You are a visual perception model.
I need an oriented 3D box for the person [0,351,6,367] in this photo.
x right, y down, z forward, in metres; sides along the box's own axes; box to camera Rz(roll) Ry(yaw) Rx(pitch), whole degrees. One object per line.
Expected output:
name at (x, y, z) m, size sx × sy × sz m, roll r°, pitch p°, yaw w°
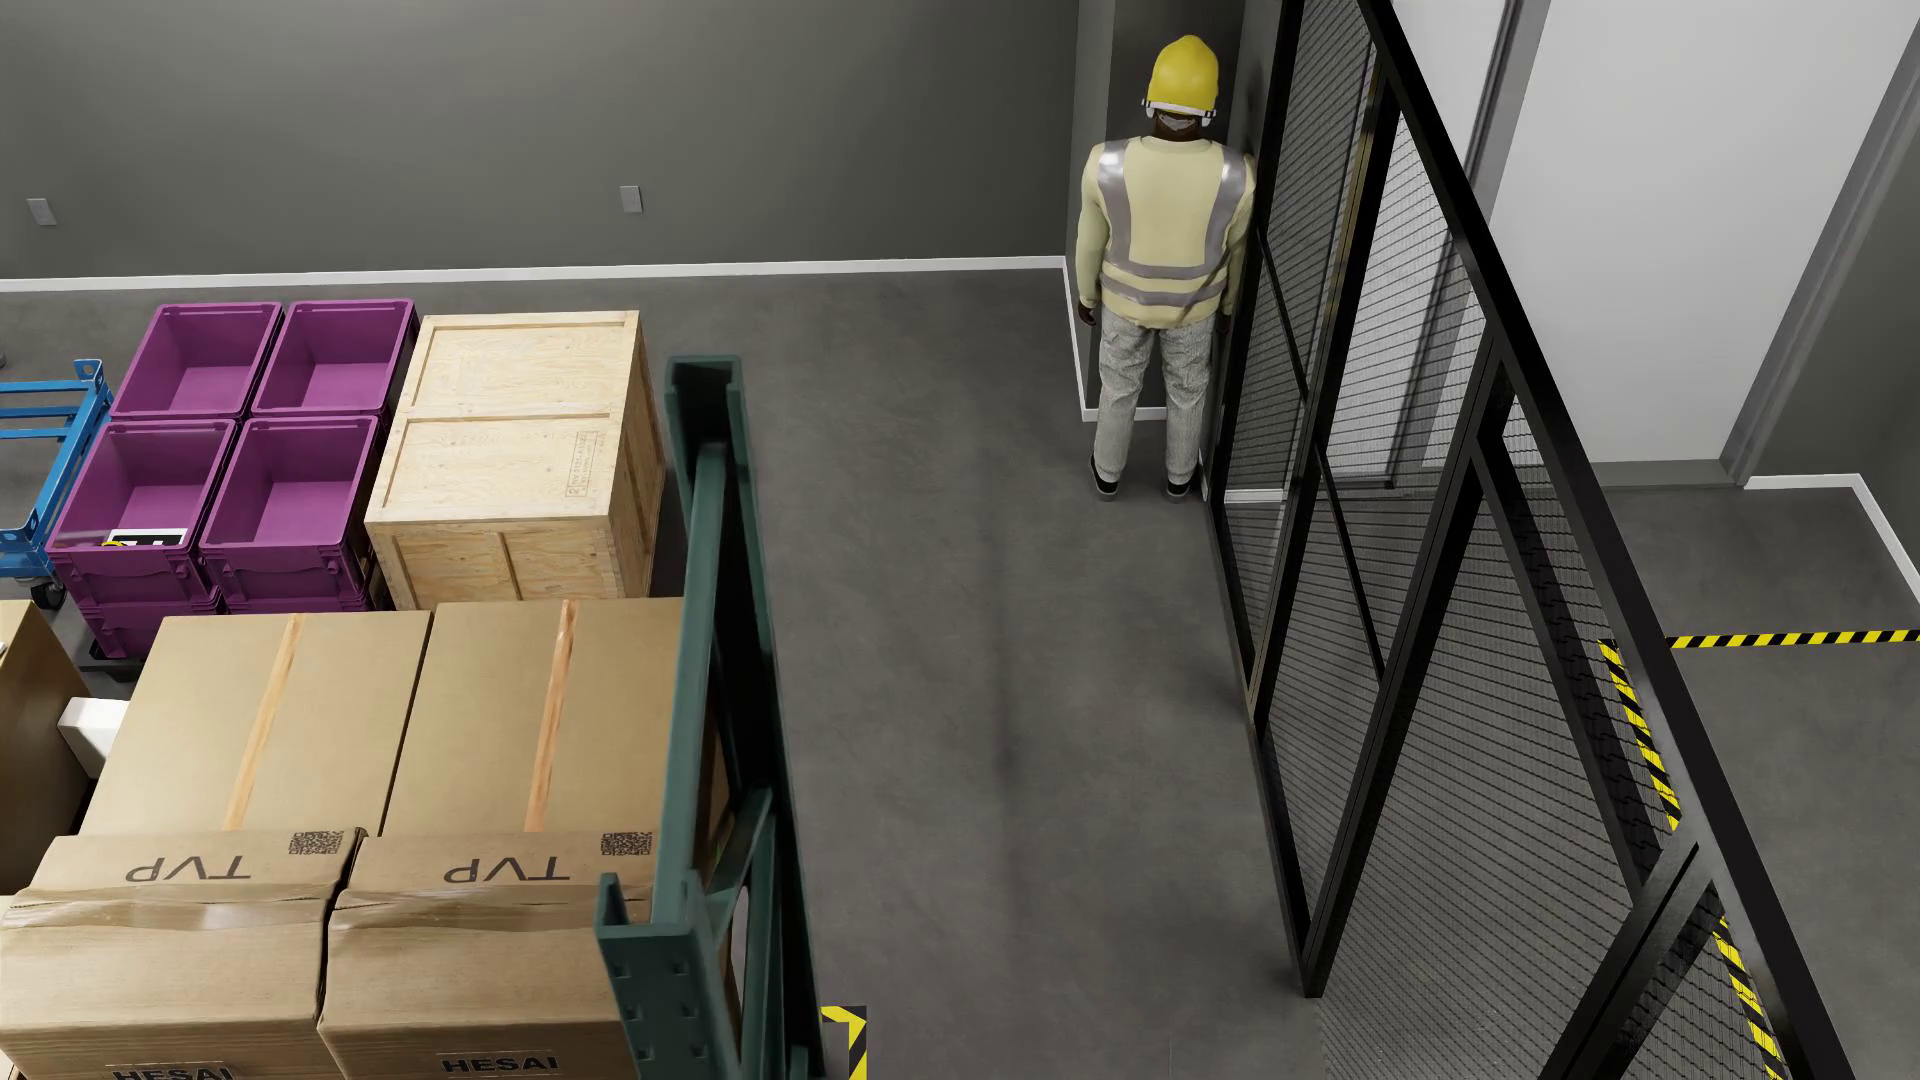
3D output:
person at (-4.032, -1.264, 5.963) m, size 0.363 × 1.939 × 0.636 m, roll -4°, pitch 46°, yaw -3°

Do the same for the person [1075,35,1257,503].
person at (0.683, -0.855, 5.645) m, size 0.592 × 1.833 × 0.404 m, roll 4°, pitch 46°, yaw 4°
